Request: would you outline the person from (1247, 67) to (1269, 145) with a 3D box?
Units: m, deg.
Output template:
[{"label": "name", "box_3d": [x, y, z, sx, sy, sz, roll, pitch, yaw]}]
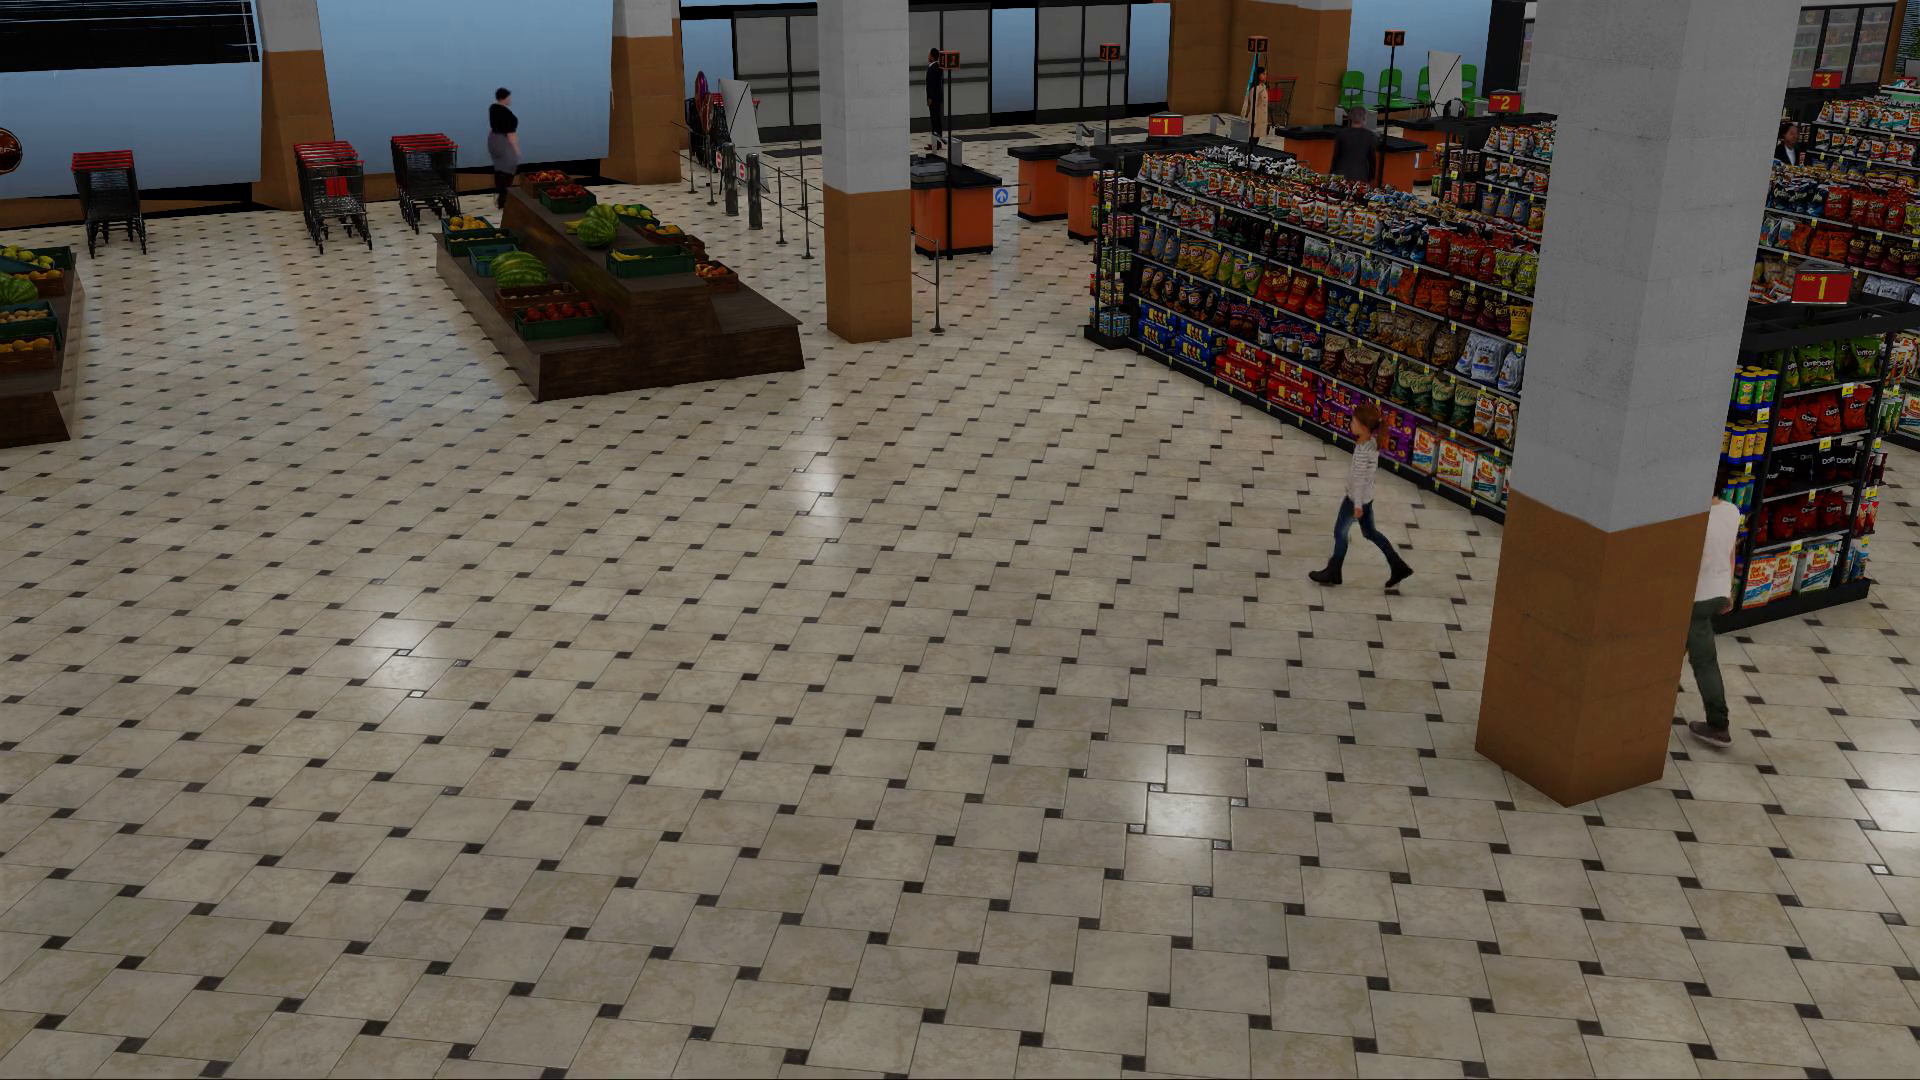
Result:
[{"label": "person", "box_3d": [4.778, -6.761, 26.810, 0.735, 1.681, 0.717, 12, 25, 27]}]

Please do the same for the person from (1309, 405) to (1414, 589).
[{"label": "person", "box_3d": [2.756, -0.264, 11.162, 0.949, 1.292, 0.816, 11, 25, 26]}]

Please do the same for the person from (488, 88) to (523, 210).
[{"label": "person", "box_3d": [-6.588, -5.629, 23.932, 0.747, 1.725, 0.878, 13, 25, 29]}]

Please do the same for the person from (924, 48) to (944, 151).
[{"label": "person", "box_3d": [-0.436, -7.733, 29.166, 0.766, 1.728, 0.682, 5, 23, 13]}]

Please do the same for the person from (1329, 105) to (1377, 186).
[{"label": "person", "box_3d": [4.992, -4.585, 21.216, 1.088, 1.814, 1.192, 4, 22, 9]}]

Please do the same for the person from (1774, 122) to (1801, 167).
[{"label": "person", "box_3d": [9.748, -4.055, 19.868, 0.613, 1.834, 0.534, -8, 23, -18]}]
